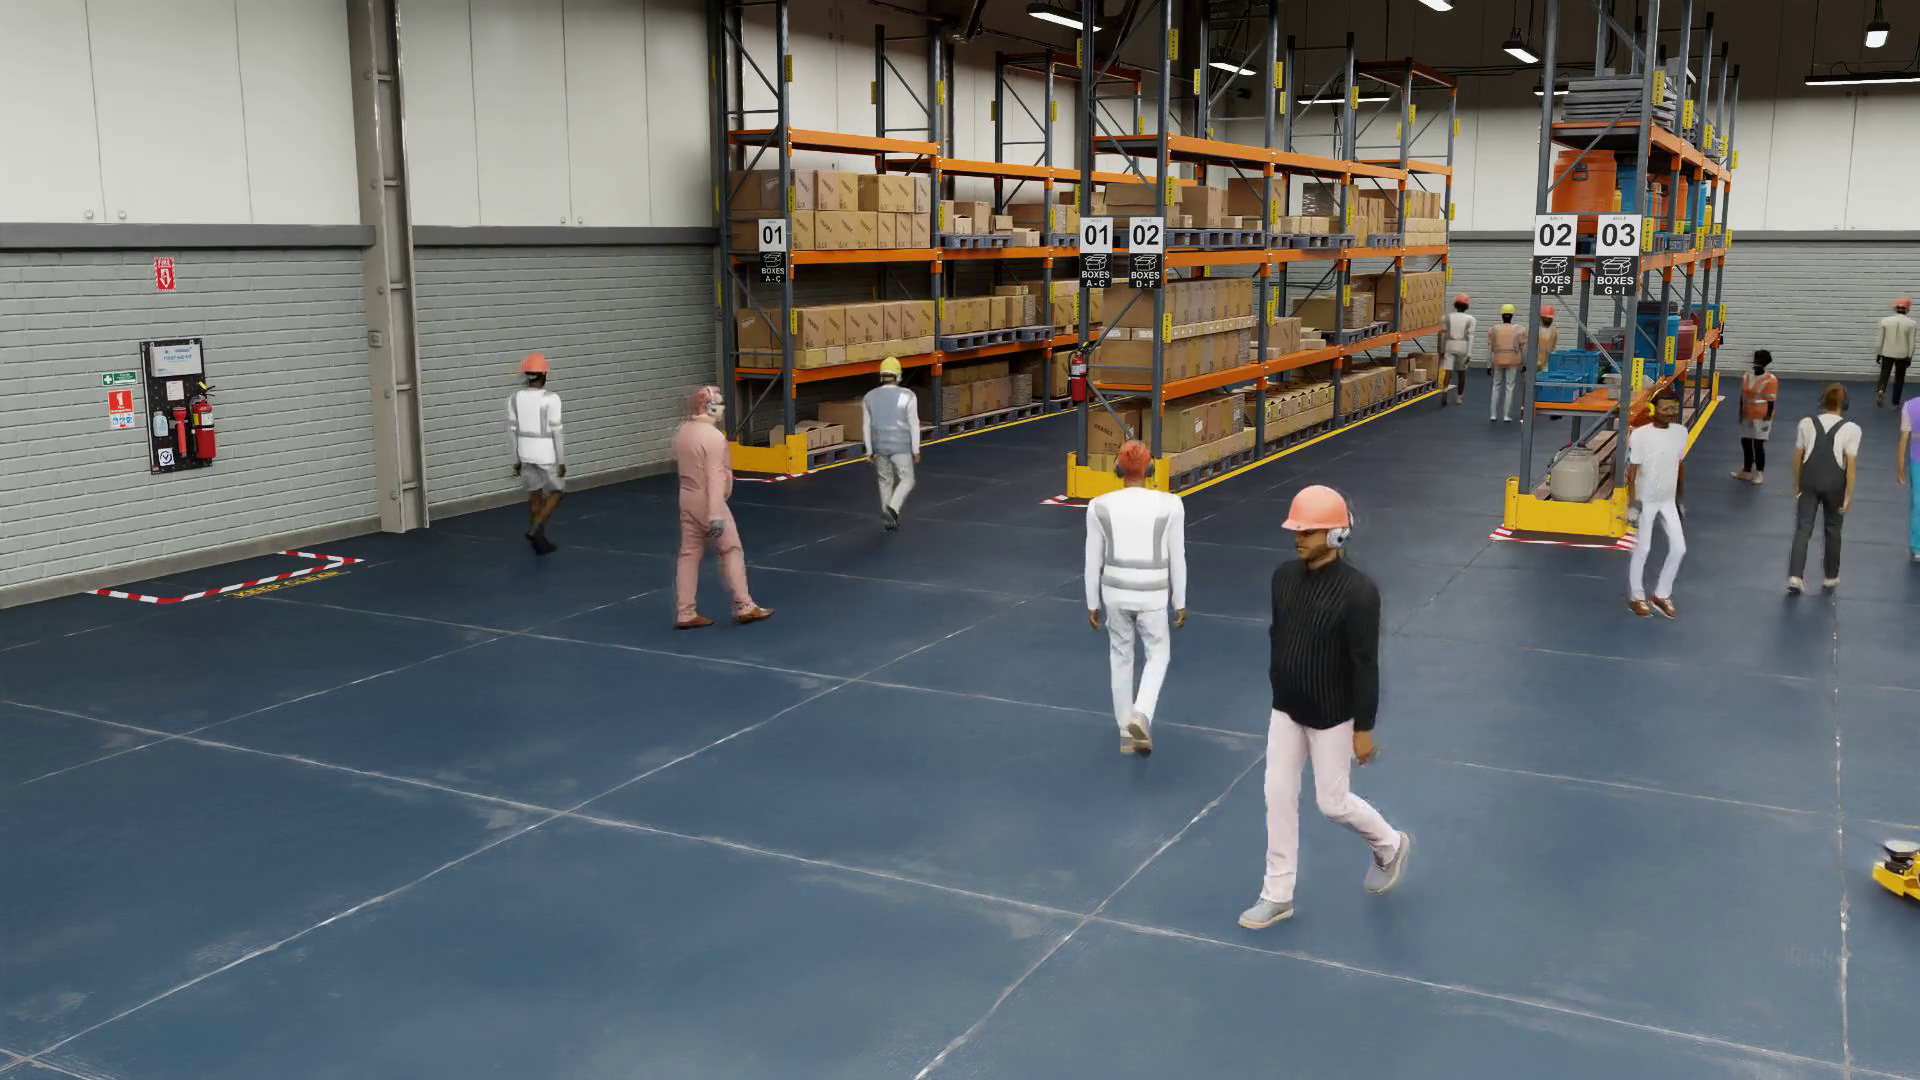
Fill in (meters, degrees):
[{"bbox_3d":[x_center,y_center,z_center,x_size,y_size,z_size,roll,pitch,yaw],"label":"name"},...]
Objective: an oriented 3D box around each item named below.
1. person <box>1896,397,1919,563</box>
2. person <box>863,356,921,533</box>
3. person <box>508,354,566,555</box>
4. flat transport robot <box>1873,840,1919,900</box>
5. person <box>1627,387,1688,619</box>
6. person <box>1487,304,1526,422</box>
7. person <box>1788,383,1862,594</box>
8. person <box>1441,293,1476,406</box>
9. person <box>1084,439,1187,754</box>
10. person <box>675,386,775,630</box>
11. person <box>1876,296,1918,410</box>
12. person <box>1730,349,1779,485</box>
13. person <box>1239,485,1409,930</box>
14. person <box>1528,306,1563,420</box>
[{"bbox_3d":[8.996,-0.688,15.393,0.601,1.831,0.454,4,11,19],"label":"person"},{"bbox_3d":[-0.700,-0.944,16.839,0.613,1.818,0.507,4,11,21],"label":"person"},{"bbox_3d":[-4.002,-0.798,15.757,0.569,1.921,0.488,3,11,17],"label":"person"},{"bbox_3d":[4.683,1.614,7.118,0.652,0.197,1.431,-1,10,-7],"label":"flat transport robot"},{"bbox_3d":[5.537,-0.283,13.145,0.573,1.846,0.583,-2,11,-9],"label":"person"},{"bbox_3d":[8.903,-2.885,27.136,0.604,1.919,0.417,5,12,26],"label":"person"},{"bbox_3d":[7.330,-0.434,14.149,0.513,1.807,0.958,8,13,38],"label":"person"},{"bbox_3d":[8.826,-3.374,29.565,0.604,2.020,0.878,4,11,23],"label":"person"},{"bbox_3d":[1.005,0.354,9.619,0.605,1.869,0.569,3,11,14],"label":"person"},{"bbox_3d":[-1.849,-0.254,12.906,0.864,1.872,0.680,-8,13,-36],"label":"person"},{"bbox_3d":[16.233,-3.234,28.879,0.615,1.979,0.677,9,14,41],"label":"person"},{"bbox_3d":[9.736,-1.516,20.400,0.390,1.665,0.685,-3,11,-16],"label":"person"},{"bbox_3d":[1.634,0.722,7.356,0.815,1.972,0.622,-7,12,-33],"label":"person"},{"bbox_3d":[9.640,-2.925,27.488,0.538,1.880,0.971,-2,11,-10],"label":"person"}]
